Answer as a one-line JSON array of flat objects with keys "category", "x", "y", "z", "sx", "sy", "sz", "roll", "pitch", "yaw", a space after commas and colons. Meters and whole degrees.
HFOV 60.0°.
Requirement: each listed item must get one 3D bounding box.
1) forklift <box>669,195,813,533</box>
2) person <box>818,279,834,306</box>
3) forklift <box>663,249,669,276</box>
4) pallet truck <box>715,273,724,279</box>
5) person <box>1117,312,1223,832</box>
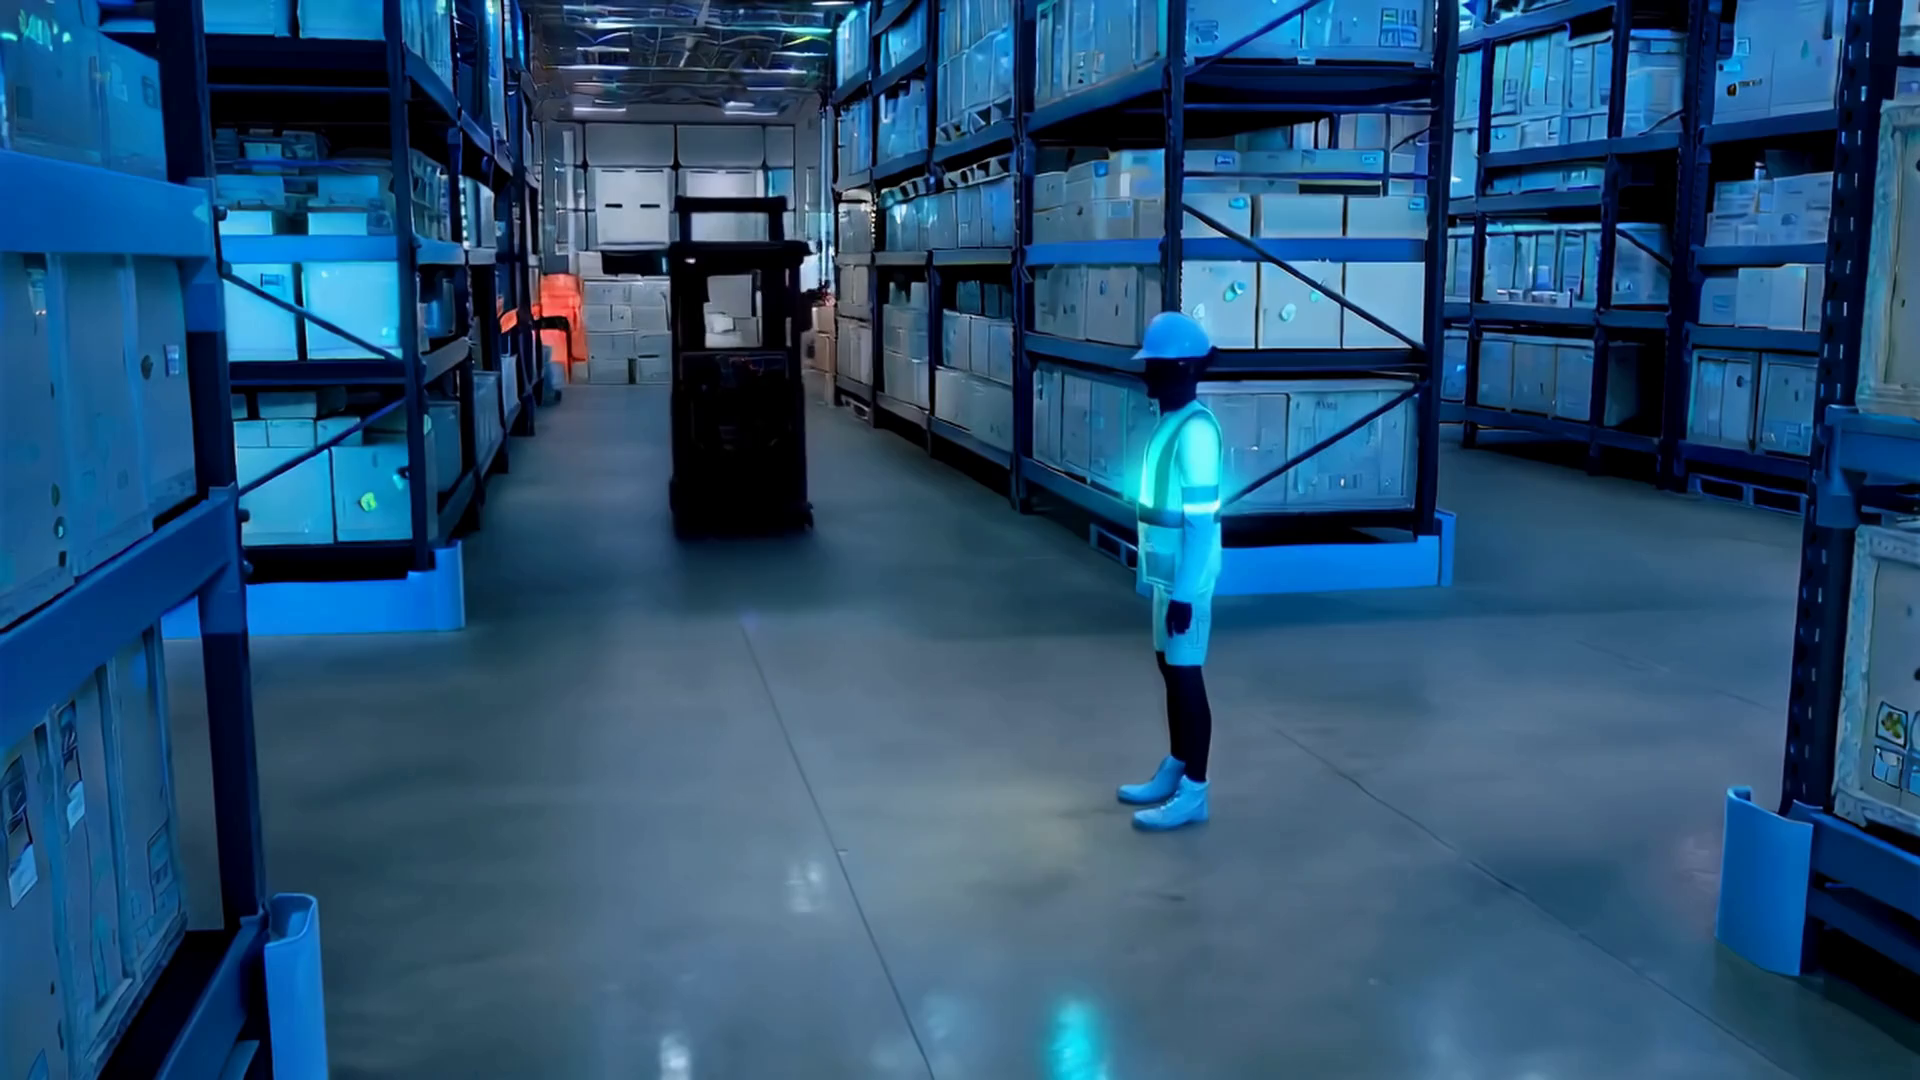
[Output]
[{"category": "forklift", "x": -1.968, "y": -1.579, "z": 14.446, "sx": 1.129, "sy": 2.768, "sz": 1.873, "roll": -2, "pitch": 10, "yaw": -12}, {"category": "person", "x": -3.661, "y": -6.314, "z": 46.297, "sx": 0.866, "sy": 1.912, "sz": 0.631, "roll": 9, "pitch": 13, "yaw": 44}, {"category": "forklift", "x": -9.277, "y": -8.224, "z": 54.954, "sx": 1.129, "sy": 2.768, "sz": 1.873, "roll": -7, "pitch": 12, "yaw": -38}, {"category": "pallet truck", "x": -8.580, "y": -8.986, "z": 62.280, "sx": 1.885, "sy": 1.965, "sz": 0.823, "roll": 1, "pitch": 9, "yaw": 5}, {"category": "person", "x": 0.839, "y": 0.130, "z": 6.577, "sx": 0.374, "sy": 2.044, "sz": 0.605, "roll": 0, "pitch": 9, "yaw": -3}]
